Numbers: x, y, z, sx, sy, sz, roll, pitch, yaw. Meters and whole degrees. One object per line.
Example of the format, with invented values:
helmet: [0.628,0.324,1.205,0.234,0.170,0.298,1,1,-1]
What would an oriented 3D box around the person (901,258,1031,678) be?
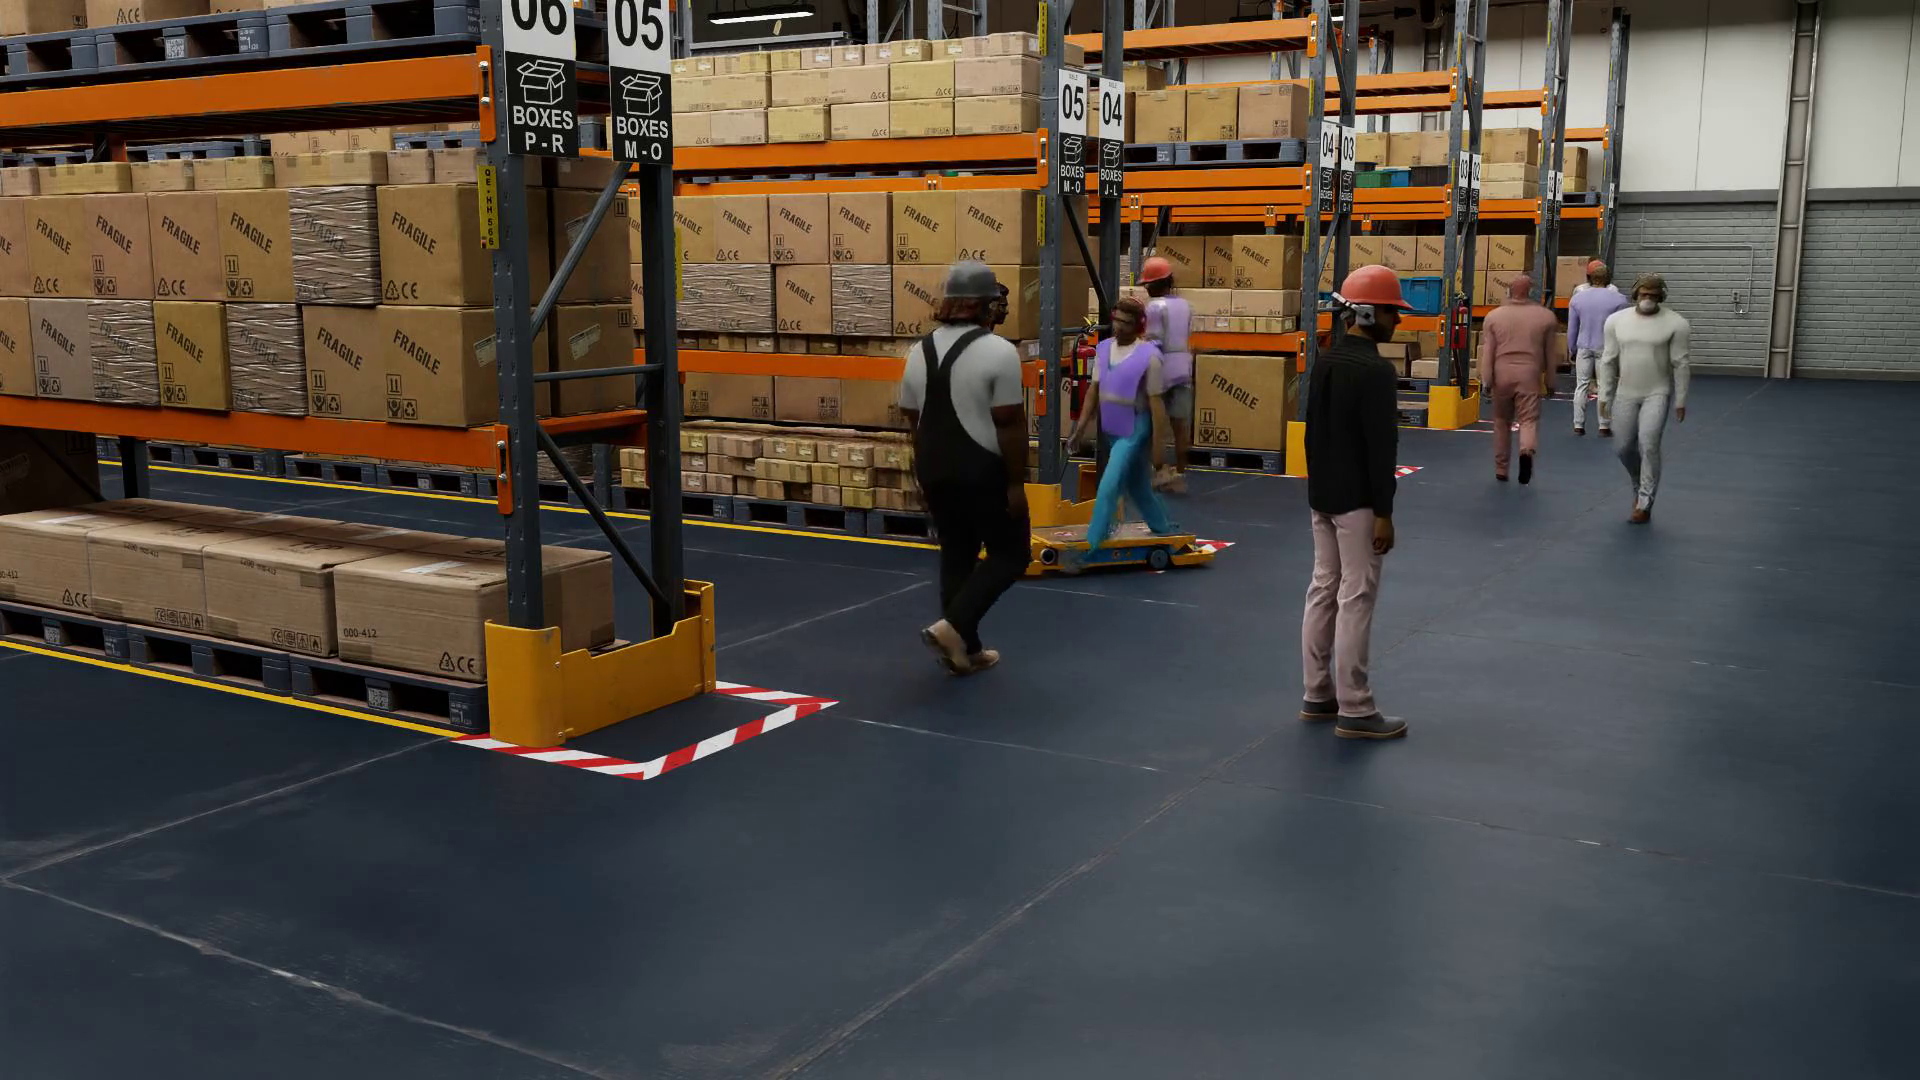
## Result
person: [0.042,-0.329,7.908,0.702,2.000,0.625,9,13,44]

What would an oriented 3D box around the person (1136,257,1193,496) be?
person: [1.732,-1.372,14.090,0.661,2.018,0.496,-9,13,-42]

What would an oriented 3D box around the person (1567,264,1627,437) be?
person: [7.161,-2.129,18.750,0.628,1.939,0.374,6,12,33]

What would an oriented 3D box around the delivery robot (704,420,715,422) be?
delivery robot: [-2.251,-0.837,14.955,0.707,0.478,0.477,6,12,32]

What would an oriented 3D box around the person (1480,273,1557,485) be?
person: [4.959,-1.428,14.803,0.650,1.877,0.774,3,10,17]

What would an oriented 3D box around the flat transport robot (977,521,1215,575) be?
flat transport robot: [0.882,0.041,10.917,1.431,0.197,0.652,-3,10,-19]

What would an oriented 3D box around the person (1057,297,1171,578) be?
person: [1.071,-0.654,10.614,0.985,1.786,0.602,-5,11,-25]

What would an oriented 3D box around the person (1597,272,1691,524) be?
person: [5.268,-1.097,12.772,0.650,1.916,0.596,7,12,37]

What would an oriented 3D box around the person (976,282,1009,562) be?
person: [0.172,-0.778,11.082,0.333,1.860,0.510,3,10,17]

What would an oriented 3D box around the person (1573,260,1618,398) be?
person: [9.213,-3.061,24.129,0.649,1.982,1.064,3,10,19]

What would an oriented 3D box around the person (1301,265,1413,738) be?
person: [1.684,-0.164,7.086,0.392,1.991,0.612,-3,10,-16]
